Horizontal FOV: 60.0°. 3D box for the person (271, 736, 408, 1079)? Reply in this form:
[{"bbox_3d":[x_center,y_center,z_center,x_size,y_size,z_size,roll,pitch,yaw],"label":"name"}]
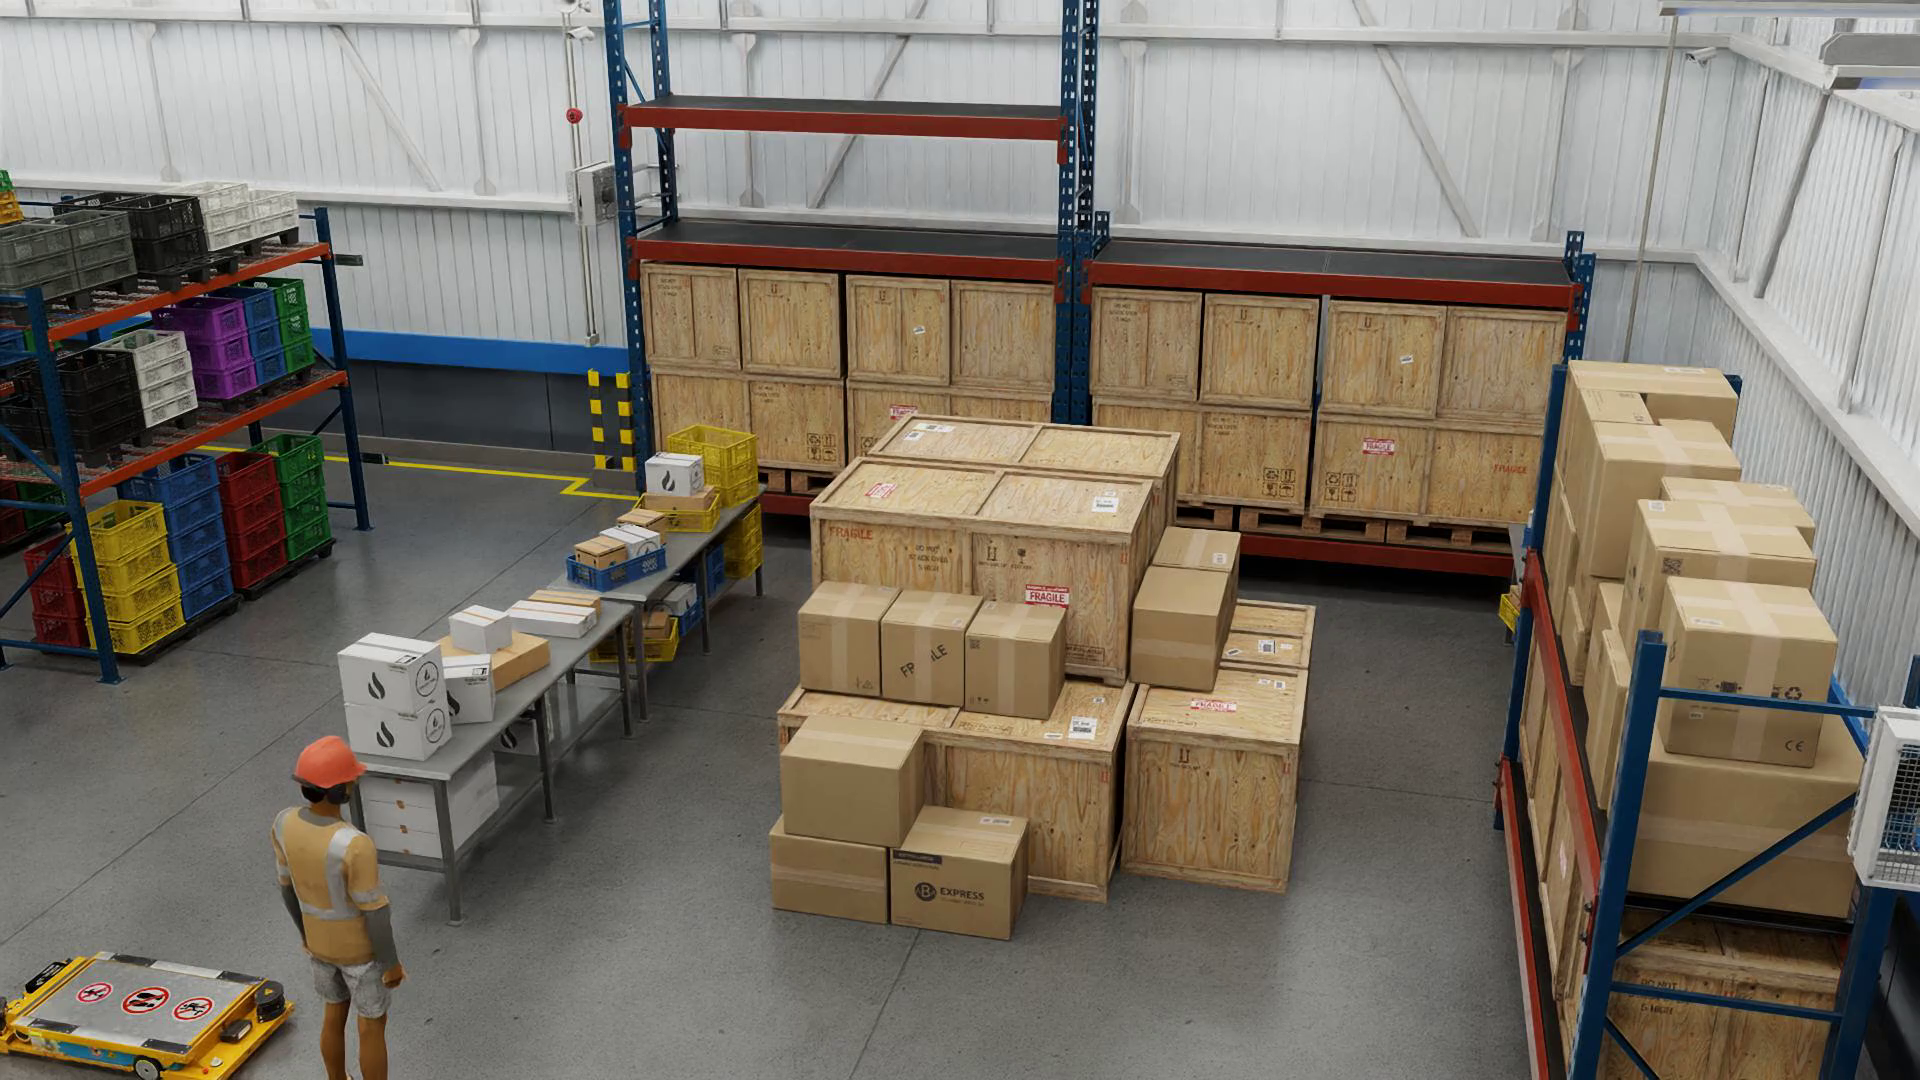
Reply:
[{"bbox_3d":[-2.835,1.844,7.741,0.614,2.039,0.379,11,24,27],"label":"person"}]

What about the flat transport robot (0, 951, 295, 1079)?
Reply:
[{"bbox_3d":[-4.270,2.464,8.601,1.431,0.231,0.659,5,22,13],"label":"flat transport robot"}]
